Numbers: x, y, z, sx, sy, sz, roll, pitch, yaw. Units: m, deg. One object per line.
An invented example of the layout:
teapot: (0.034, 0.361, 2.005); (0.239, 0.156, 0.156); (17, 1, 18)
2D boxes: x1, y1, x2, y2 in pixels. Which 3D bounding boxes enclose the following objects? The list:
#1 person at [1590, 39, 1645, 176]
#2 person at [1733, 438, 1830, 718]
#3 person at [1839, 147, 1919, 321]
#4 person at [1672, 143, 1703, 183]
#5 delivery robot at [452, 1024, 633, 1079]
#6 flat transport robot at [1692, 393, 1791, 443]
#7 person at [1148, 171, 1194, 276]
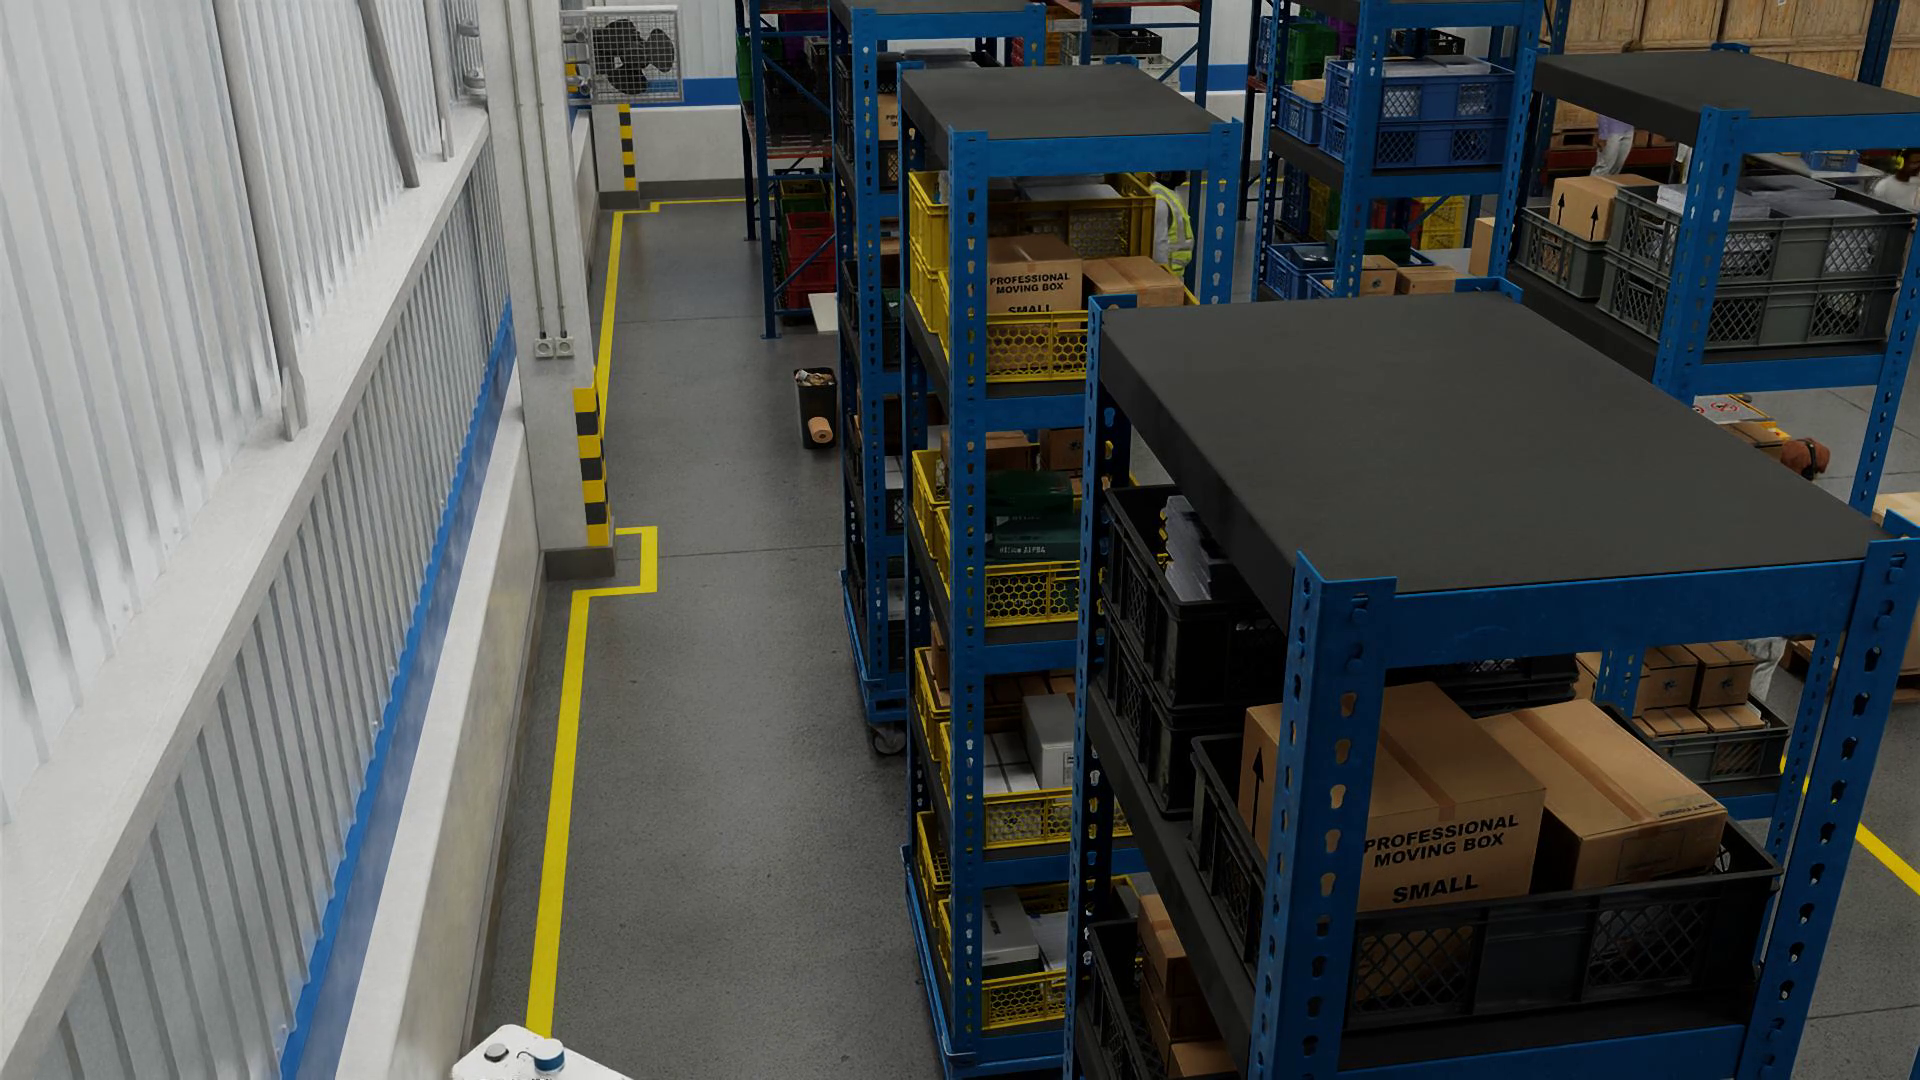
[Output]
person: (6.990, -4.332, 17.703); (0.636, 1.936, 0.355); (-18, 30, -34)
person: (3.883, 0.280, 8.040); (0.311, 1.631, 0.504); (-6, 25, -12)
person: (7.435, -2.343, 13.480); (0.543, 1.850, 0.534); (-14, 28, -28)
person: (7.493, -3.875, 16.772); (0.575, 1.885, 0.360); (-2, 25, -5)
delivery robot: (-1.378, 1.916, 5.655); (0.707, 0.478, 0.477); (14, 28, 28)
flat transport robot: (5.224, -0.859, 12.132); (1.431, 0.197, 0.652); (-4, 25, -8)
person: (1.603, -2.126, 13.021); (0.429, 1.844, 0.627); (4, 25, 8)
